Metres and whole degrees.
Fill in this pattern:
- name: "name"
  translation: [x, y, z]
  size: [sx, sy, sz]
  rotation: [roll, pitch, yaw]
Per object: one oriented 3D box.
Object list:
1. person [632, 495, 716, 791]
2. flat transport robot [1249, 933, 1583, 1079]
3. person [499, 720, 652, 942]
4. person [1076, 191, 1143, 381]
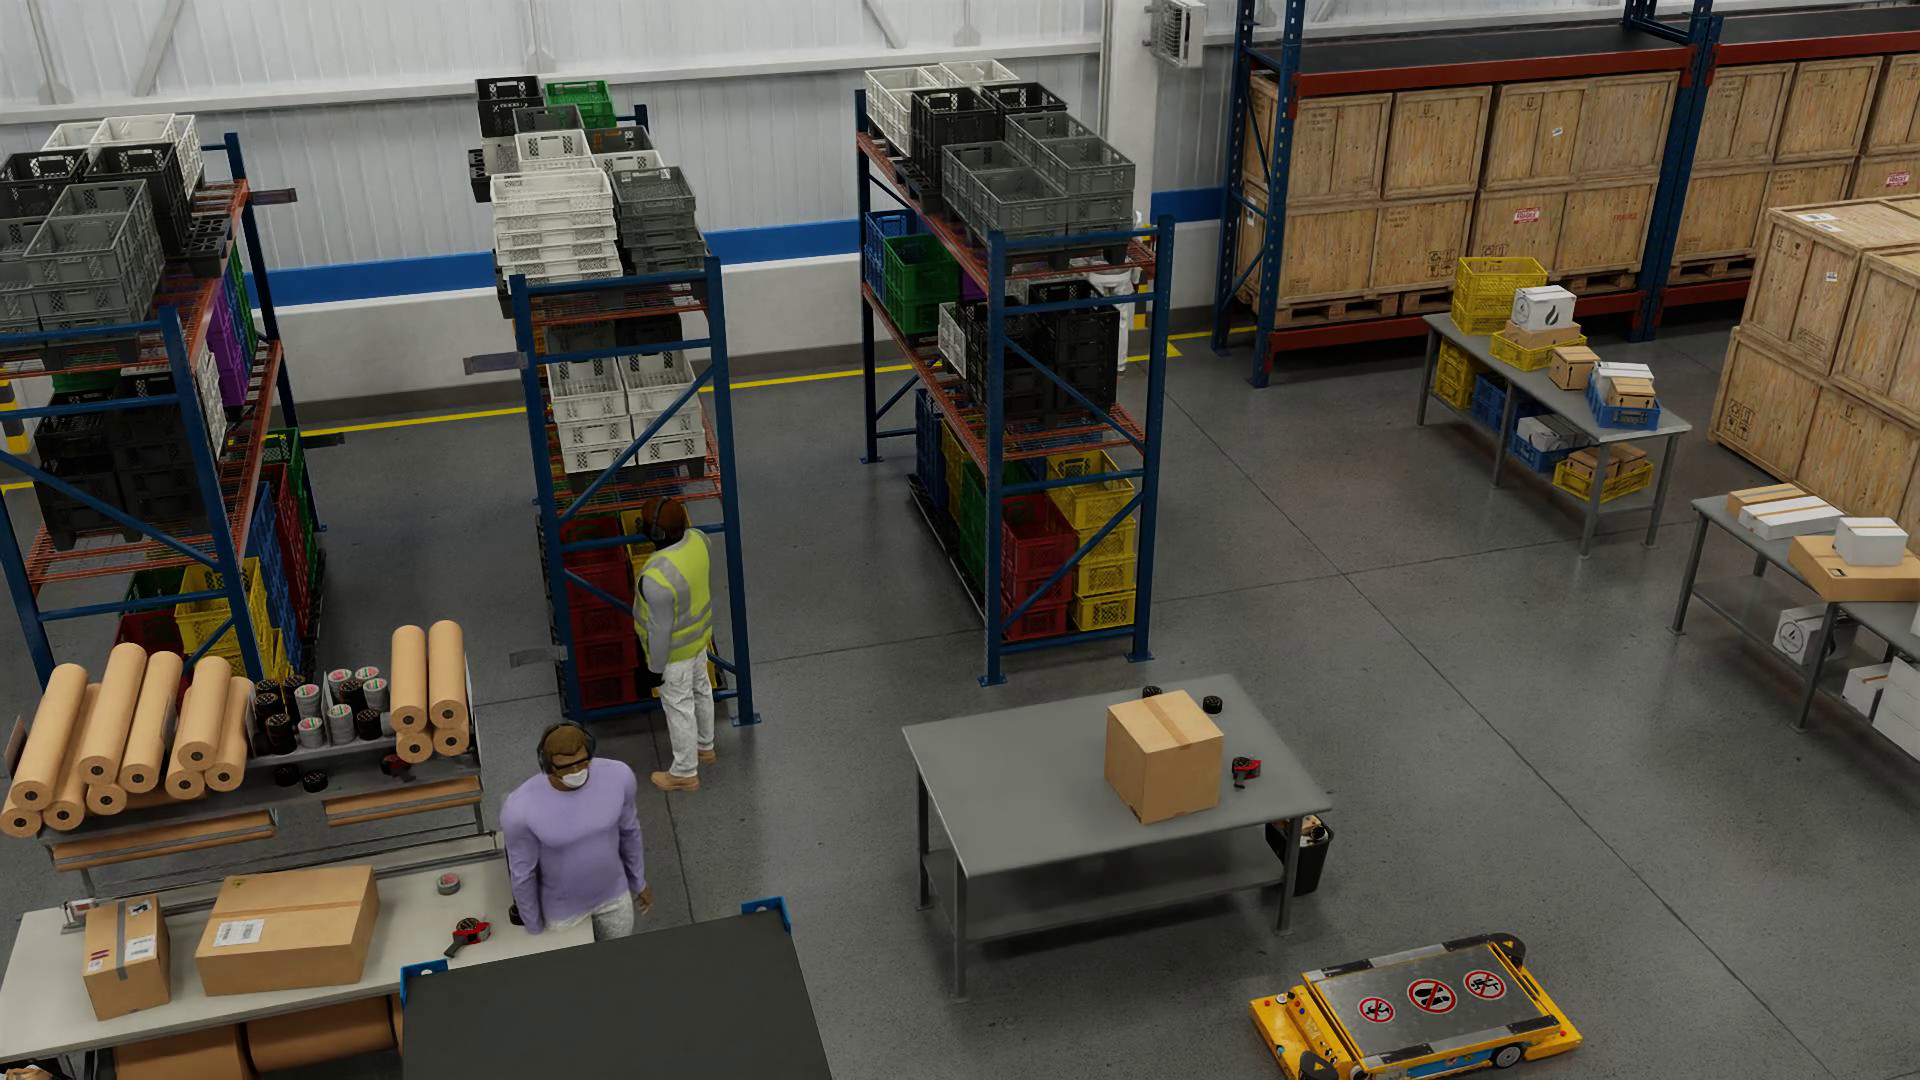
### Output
- name: "person"
  translation: [-1.625, 0.579, 9.460]
  size: [0.429, 1.844, 0.626]
  rotation: [8, 30, 13]
- name: "flat transport robot"
  translation: [2.184, 2.282, 7.980]
  size: [1.431, 0.197, 0.652]
  rotation: [-8, 30, -14]
- name: "person"
  translation: [-1.683, 1.616, 7.473]
  size: [0.627, 1.940, 0.372]
  rotation: [-19, 34, -31]
- name: "person"
  translation: [1.303, -2.300, 14.654]
  size: [0.585, 1.882, 0.340]
  rotation: [-4, 29, -6]
